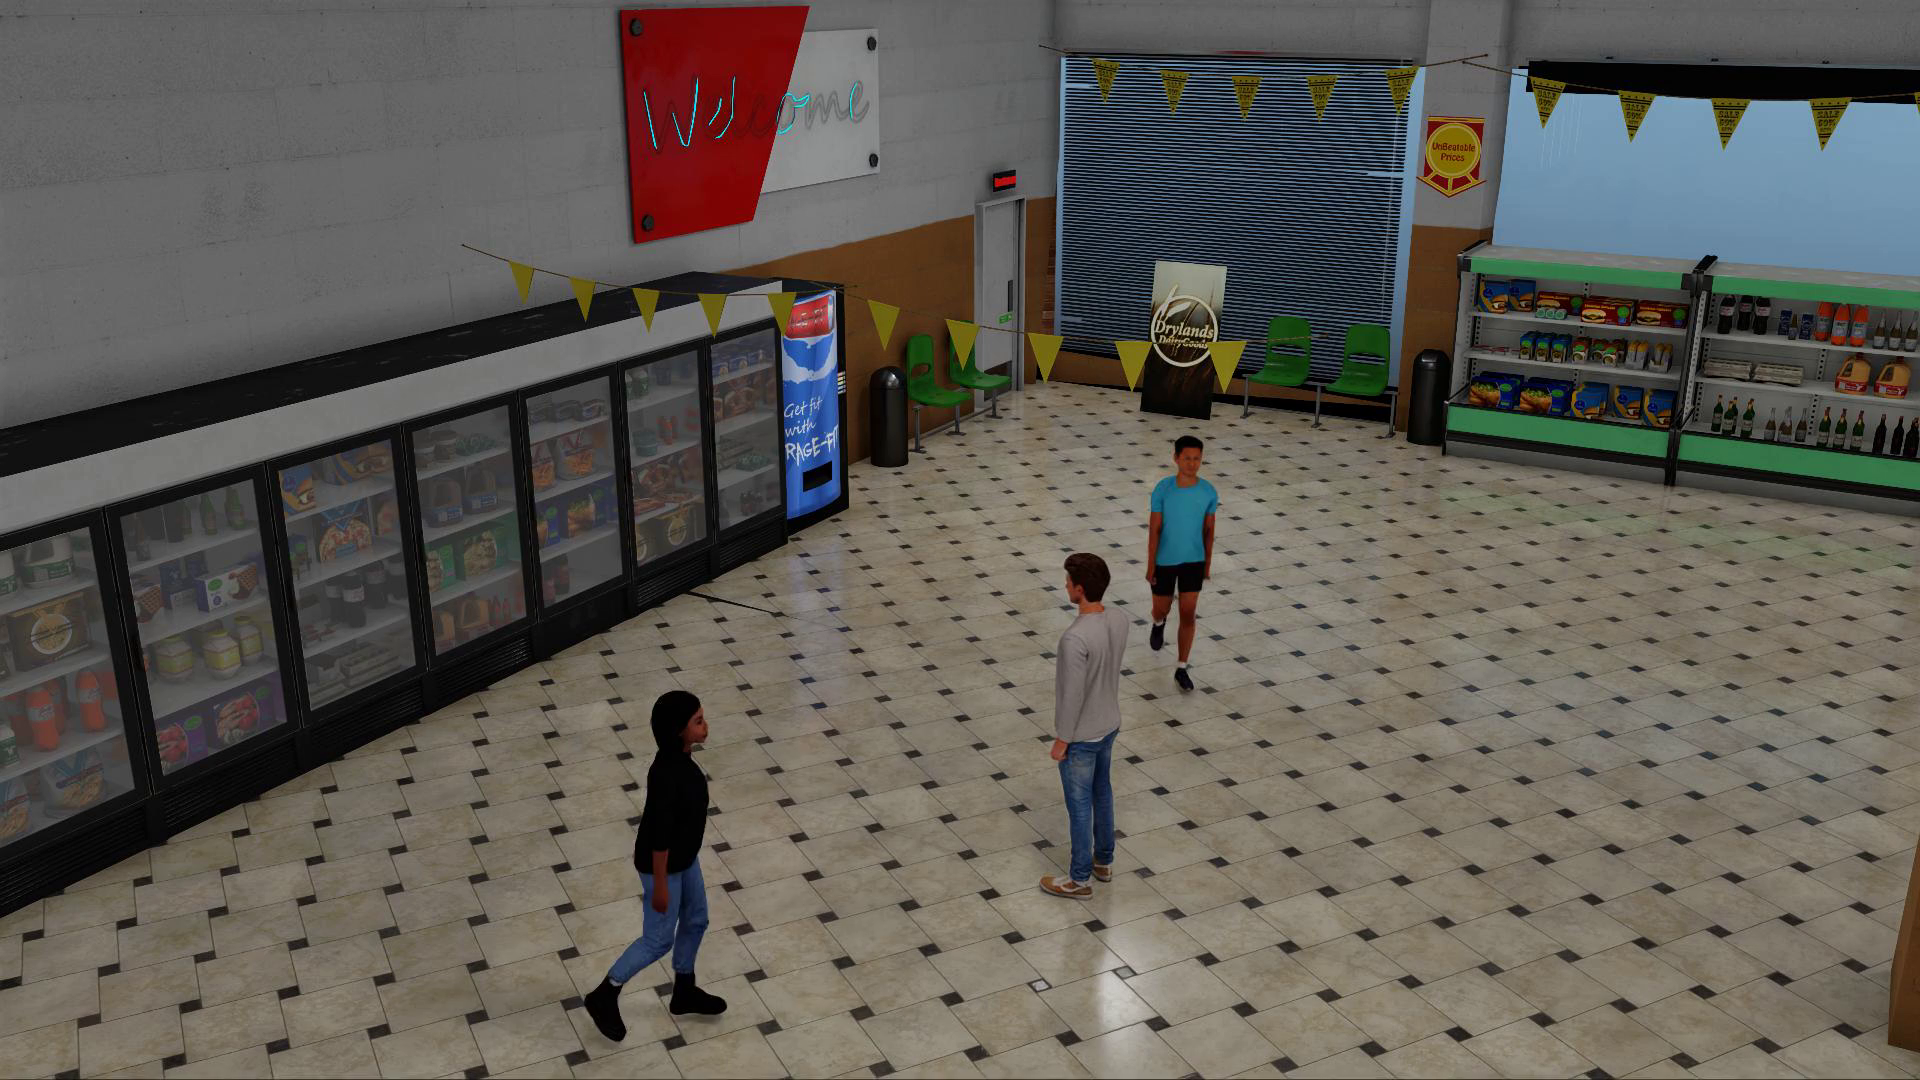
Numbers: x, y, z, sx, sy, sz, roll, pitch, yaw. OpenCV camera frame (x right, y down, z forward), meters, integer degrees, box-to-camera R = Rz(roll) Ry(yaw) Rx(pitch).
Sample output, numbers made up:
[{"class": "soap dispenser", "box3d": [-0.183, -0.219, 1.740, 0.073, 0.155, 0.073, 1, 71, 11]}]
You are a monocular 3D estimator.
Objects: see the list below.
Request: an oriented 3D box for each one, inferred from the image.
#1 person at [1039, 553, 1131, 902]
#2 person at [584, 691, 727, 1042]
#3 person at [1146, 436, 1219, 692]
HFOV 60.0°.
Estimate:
[{"class": "person", "box3d": [0.676, 0.974, 8.714, 0.607, 1.900, 0.674, 13, 23, 34]}, {"class": "person", "box3d": [-1.400, 1.499, 7.549, 0.956, 1.649, 0.807, 2, 19, 5]}, {"class": "person", "box3d": [1.483, 0.130, 11.446, 1.020, 1.753, 0.987, -1, 19, -2]}]
